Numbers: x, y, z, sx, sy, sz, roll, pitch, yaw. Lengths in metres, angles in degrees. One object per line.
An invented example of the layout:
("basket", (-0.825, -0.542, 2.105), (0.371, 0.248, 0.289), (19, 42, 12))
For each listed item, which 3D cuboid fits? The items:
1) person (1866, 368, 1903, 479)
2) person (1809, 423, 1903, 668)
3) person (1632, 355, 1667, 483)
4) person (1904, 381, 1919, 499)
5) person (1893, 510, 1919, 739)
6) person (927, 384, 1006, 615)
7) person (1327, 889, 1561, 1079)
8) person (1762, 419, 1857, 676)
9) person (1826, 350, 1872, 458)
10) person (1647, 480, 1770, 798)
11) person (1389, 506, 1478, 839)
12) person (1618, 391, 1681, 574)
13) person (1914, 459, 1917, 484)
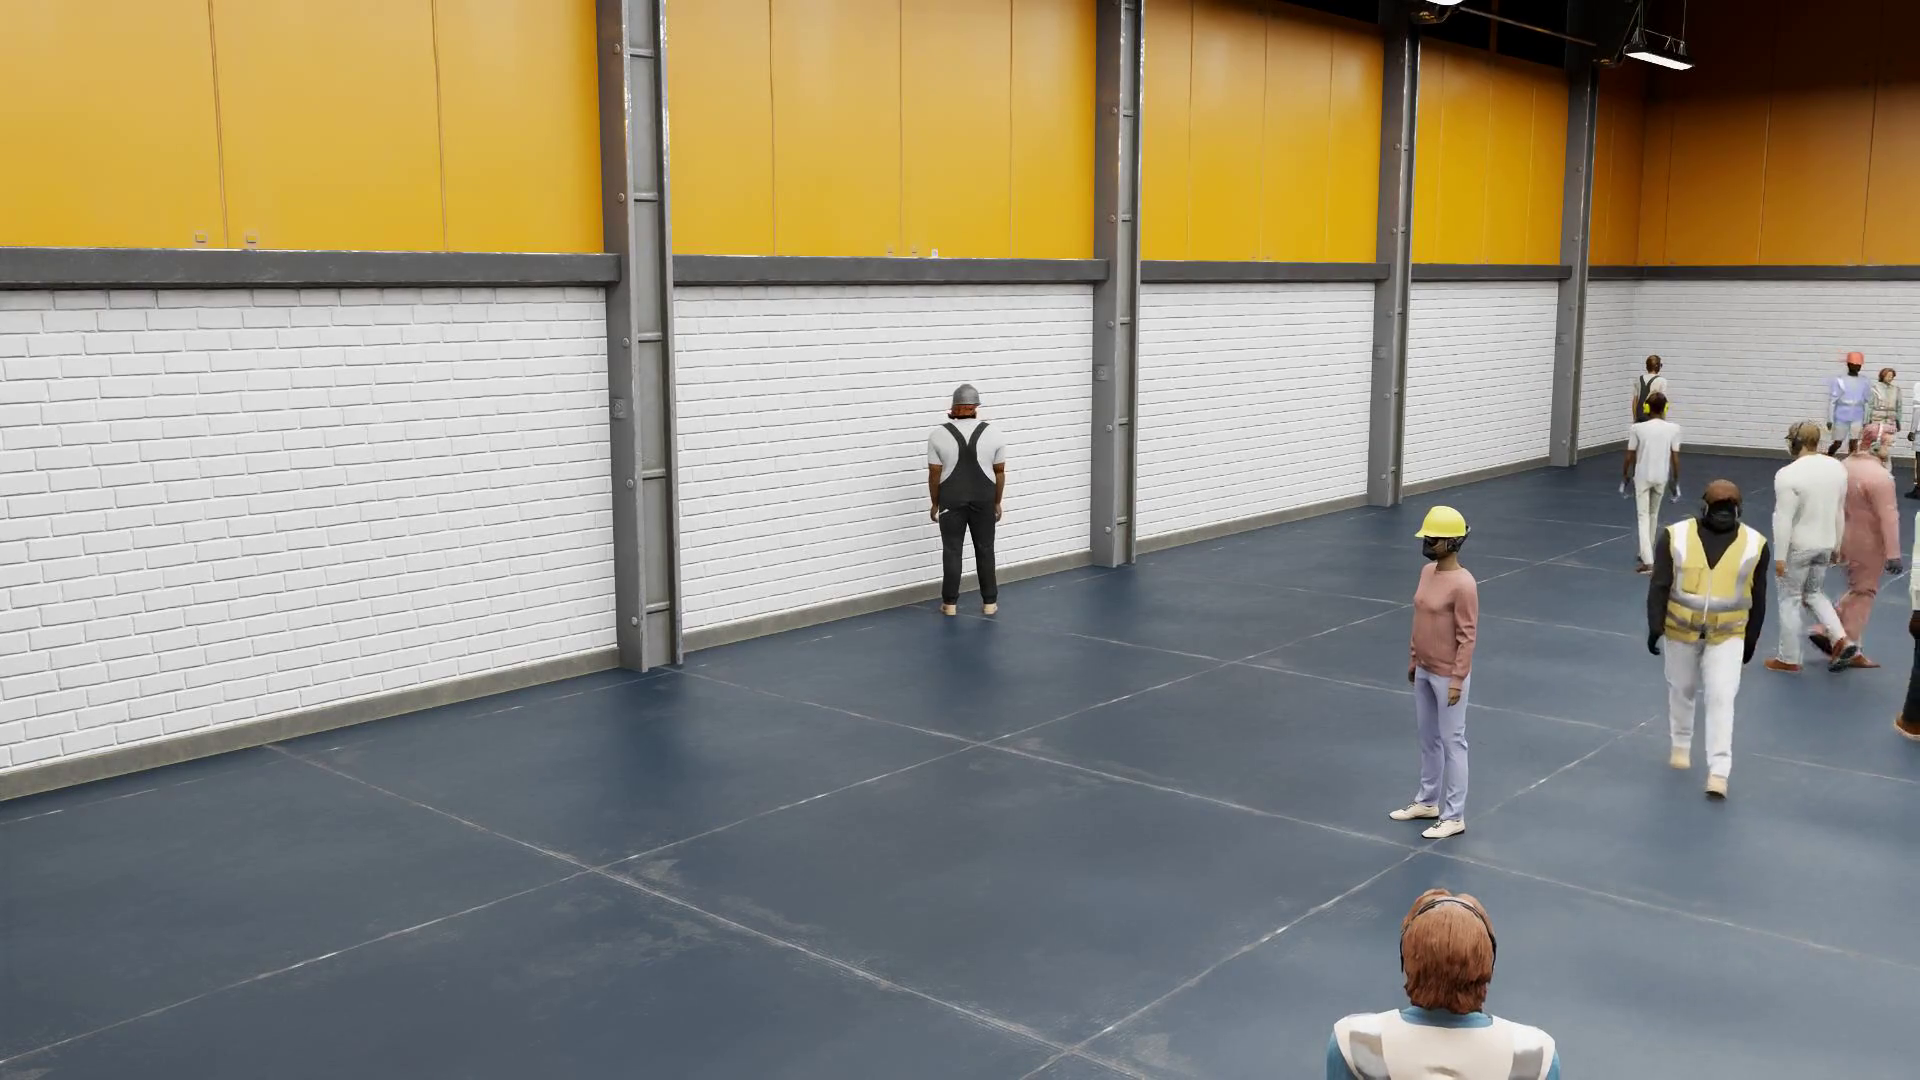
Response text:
("person", (13.499, -1.705, 24.345), (0.517, 1.635, 0.314), (1, 9, 3))
("person", (6.832, 0.052, 12.539), (0.424, 1.885, 0.655), (1, 9, 5))
("person", (9.839, -1.713, 23.725), (0.348, 1.847, 0.505), (-6, 11, -35))
("person", (12.871, -1.503, 22.122), (0.551, 1.934, 0.373), (-1, 9, -6))
("person", (6.187, 0.381, 10.284), (0.640, 1.944, 1.018), (1, 9, 8))
("person", (0.049, -0.360, 14.620), (0.682, 2.000, 0.536), (-1, 9, -3))
("person", (1.056, 1.577, 3.697), (0.523, 1.645, 0.306), (1, 9, 7))
("person", (6.274, 0.078, 12.230), (0.653, 1.924, 0.586), (-3, 10, -19))
("person", (12.733, -1.775, 23.897), (0.557, 1.920, 0.768), (2, 9, 10))
("person", (4.358, 0.545, 9.732), (0.630, 1.801, 0.925), (4, 10, 25))
("person", (2.544, 0.695, 8.853), (0.308, 1.769, 0.525), (-2, 9, -14))
("person", (6.940, -0.590, 16.752), (0.550, 1.830, 0.889), (1, 9, 4))
("person", (13.790, -1.695, 23.561), (0.332, 1.864, 0.514), (-3, 9, -16))
